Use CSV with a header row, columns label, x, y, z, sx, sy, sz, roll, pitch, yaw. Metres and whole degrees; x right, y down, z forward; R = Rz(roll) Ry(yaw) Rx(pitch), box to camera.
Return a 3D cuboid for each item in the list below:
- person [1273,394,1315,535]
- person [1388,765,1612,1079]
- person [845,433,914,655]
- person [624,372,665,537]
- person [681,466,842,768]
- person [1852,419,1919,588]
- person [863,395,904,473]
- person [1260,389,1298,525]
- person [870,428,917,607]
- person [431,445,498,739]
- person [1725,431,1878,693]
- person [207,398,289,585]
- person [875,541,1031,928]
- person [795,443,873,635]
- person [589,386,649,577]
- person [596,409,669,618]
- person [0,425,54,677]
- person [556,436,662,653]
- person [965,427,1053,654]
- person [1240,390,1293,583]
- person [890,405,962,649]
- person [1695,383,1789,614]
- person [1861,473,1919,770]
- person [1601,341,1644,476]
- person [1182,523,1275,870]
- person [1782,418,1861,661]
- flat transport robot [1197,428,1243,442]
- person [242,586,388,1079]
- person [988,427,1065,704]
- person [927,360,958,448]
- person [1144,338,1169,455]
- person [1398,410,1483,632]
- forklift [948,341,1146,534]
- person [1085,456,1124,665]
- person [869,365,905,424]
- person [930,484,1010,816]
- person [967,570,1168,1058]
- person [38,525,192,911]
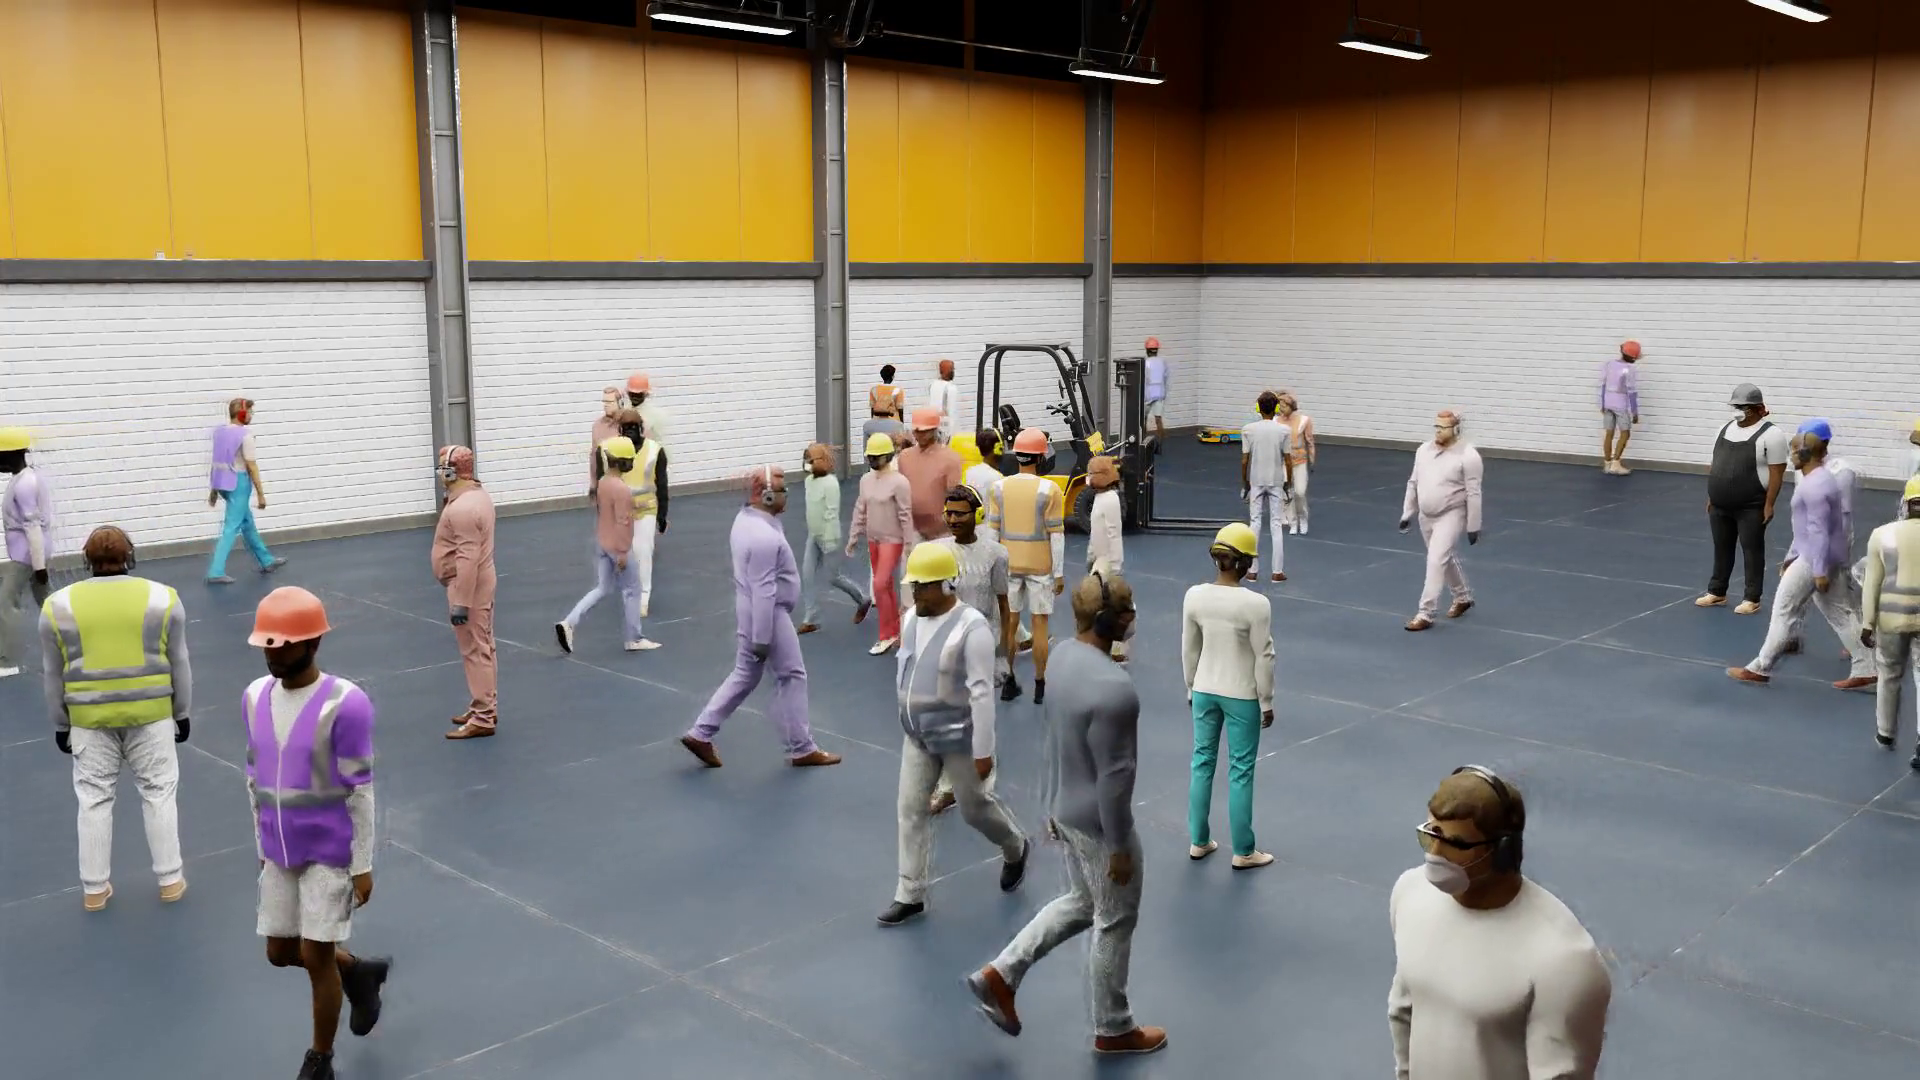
label,x,y,z,sx,sy,sz,roll,pitch,yaw
person,3.761,-0.856,18.947,0.541,1.613,0.445,4,10,21
person,1.119,1.464,3.830,0.744,1.915,0.655,-6,11,-30
person,-0.659,0.032,13.118,0.613,1.745,0.536,-9,13,-43
person,-3.332,-0.776,17.376,0.628,1.972,0.548,4,10,24
person,-1.233,0.475,10.032,0.914,1.875,0.641,-3,10,-20
person,8.784,-0.319,15.413,0.839,1.710,0.497,5,11,28
person,-0.841,-0.810,18.633,0.497,1.634,0.287,3,10,16
person,3.773,-1.006,19.902,0.518,1.618,0.583,-2,9,-12
person,-0.503,-0.209,14.998,0.799,1.598,0.543,-8,12,-40
person,-3.215,0.334,10.797,0.399,1.905,0.642,-1,9,-7
person,6.149,0.163,11.936,0.994,1.883,0.621,6,11,34
person,-6.991,-0.486,16.199,0.594,1.778,0.979,7,11,35
person,-0.014,0.875,7.834,0.874,1.798,0.593,-9,13,-43
person,-1.075,-0.021,13.876,0.695,1.606,0.508,-7,11,-36
person,-3.358,-0.555,16.271,0.655,1.894,0.418,5,11,30
person,-2.864,-0.247,14.584,0.637,1.825,0.518,0,9,-2
person,-6.912,0.071,12.452,0.891,1.894,0.587,-4,10,-23
person,-2.768,0.053,13.043,0.773,1.739,0.525,-6,11,-35
person,0.303,0.051,12.792,0.991,1.813,0.536,-3,10,-19
person,2.974,-0.517,16.113,0.512,1.873,0.328,3,10,15
person,-0.226,-0.129,13.555,0.630,1.967,0.961,5,10,27
person,6.882,-0.374,14.717,0.539,2.000,0.689,-5,11,-29
person,5.863,0.485,10.195,0.603,1.806,0.842,4,10,23
person,9.697,-1.937,24.505,0.411,1.986,0.722,-4,10,-22
person,1.371,0.789,8.453,0.523,1.761,0.323,8,12,40
person,6.759,-0.003,12.939,0.741,1.900,0.625,-2,10,-14
flat transport robot,4.919,-1.854,29.203,1.431,0.197,0.652,0,9,-1
person,-2.341,1.092,6.107,0.548,1.920,0.671,3,10,18
person,0.480,0.176,11.659,0.552,1.935,0.370,4,10,24
person,-0.142,-1.448,21.887,0.946,1.837,0.591,-9,13,-43
person,3.143,-2.375,27.430,0.561,1.890,0.942,-2,9,-13
person,4.130,-0.193,14.180,0.996,1.863,0.642,-6,11,-31
forklift,0.977,-1.223,19.452,2.313,2.155,1.214,2,9,11
person,1.051,0.172,12.638,0.493,1.615,0.534,-1,9,-3
person,-1.026,-1.624,23.456,0.532,1.691,0.318,3,10,17
person,0.023,0.617,9.162,0.532,1.870,0.316,4,10,21
person,0.441,1.059,6.309,0.690,1.921,0.633,-2,10,-14
person,-3.995,0.839,7.936,0.626,1.835,0.431,-4,10,-23
